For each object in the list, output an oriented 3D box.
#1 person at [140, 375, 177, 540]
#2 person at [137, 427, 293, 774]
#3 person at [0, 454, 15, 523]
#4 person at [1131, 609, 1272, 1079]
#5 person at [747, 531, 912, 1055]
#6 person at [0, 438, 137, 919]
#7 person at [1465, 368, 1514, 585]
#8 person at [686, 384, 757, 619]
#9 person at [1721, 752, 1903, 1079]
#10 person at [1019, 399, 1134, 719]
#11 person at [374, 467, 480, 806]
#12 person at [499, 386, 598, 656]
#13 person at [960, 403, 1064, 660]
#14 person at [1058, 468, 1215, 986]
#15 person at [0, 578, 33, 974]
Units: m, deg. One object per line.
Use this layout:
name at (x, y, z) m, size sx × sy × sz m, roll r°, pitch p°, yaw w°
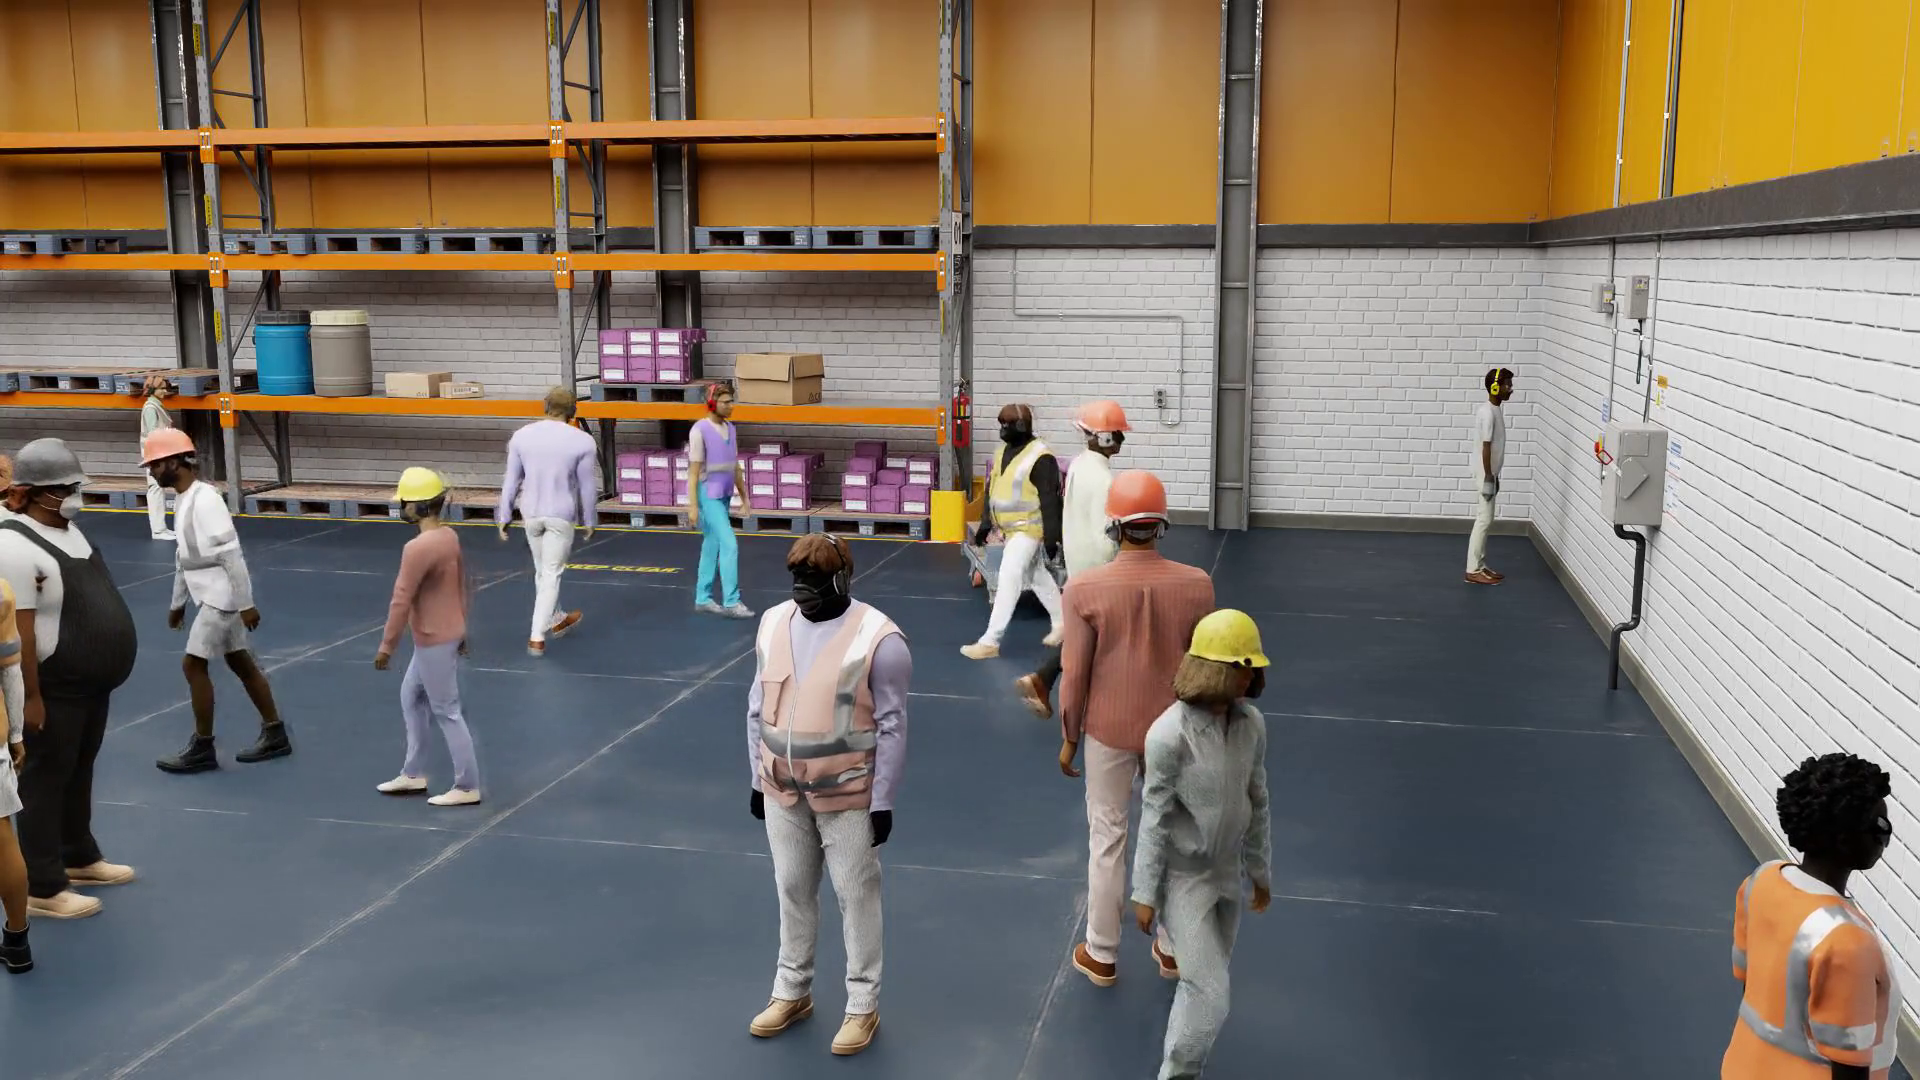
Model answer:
person at (-7.967, -0.815, 16.526) m, size 0.313 × 1.638 × 0.513 m, roll -4°, pitch 10°, yaw -21°
person at (-4.112, 0.322, 9.085) m, size 0.814 × 1.871 × 0.564 m, roll -6°, pitch 11°, yaw -32°
person at (-5.720, 0.291, 9.982) m, size 0.507 × 1.633 × 0.276 m, roll 9°, pitch 13°, yaw 43°
person at (0.773, 1.058, 5.167) m, size 0.505 × 1.722 × 0.484 m, roll -8°, pitch 13°, yaw -41°
person at (-0.488, 0.882, 5.876) m, size 0.627 × 1.844 × 0.429 m, roll 5°, pitch 11°, yaw 26°
person at (-3.817, 0.570, 7.131) m, size 0.536 × 2.000 × 0.688 m, roll -1°, pitch 10°, yaw -7°
person at (4.564, -0.544, 14.300) m, size 0.329 × 1.854 × 0.504 m, roll 4°, pitch 10°, yaw 21°
person at (-1.787, -0.295, 12.879) m, size 0.736 × 1.819 × 0.606 m, roll 3°, pitch 10°, yaw 19°
person at (1.919, 1.307, 3.778) m, size 0.321 × 1.697 × 0.530 m, roll 1°, pitch 10°, yaw 3°
person at (0.734, 0.166, 9.703) m, size 0.618 × 1.981 × 0.635 m, roll -2°, pitch 10°, yaw -13°
person at (-2.776, 0.504, 8.418) m, size 0.699 × 1.742 × 0.531 m, roll 0°, pitch 10°, yaw -1°
person at (-2.914, -0.150, 11.864) m, size 0.711 × 1.878 × 0.885 m, roll 2°, pitch 10°, yaw 9°
person at (0.454, -0.078, 11.756) m, size 1.015 × 1.795 × 0.620 m, roll -5°, pitch 11°, yaw -28°
person at (0.671, 0.720, 6.372) m, size 0.612 × 1.997 × 0.375 m, roll -2°, pitch 10°, yaw -11°
person at (-3.845, 0.758, 6.318) m, size 0.361 × 1.940 × 0.543 m, roll 7°, pitch 12°, yaw 37°
